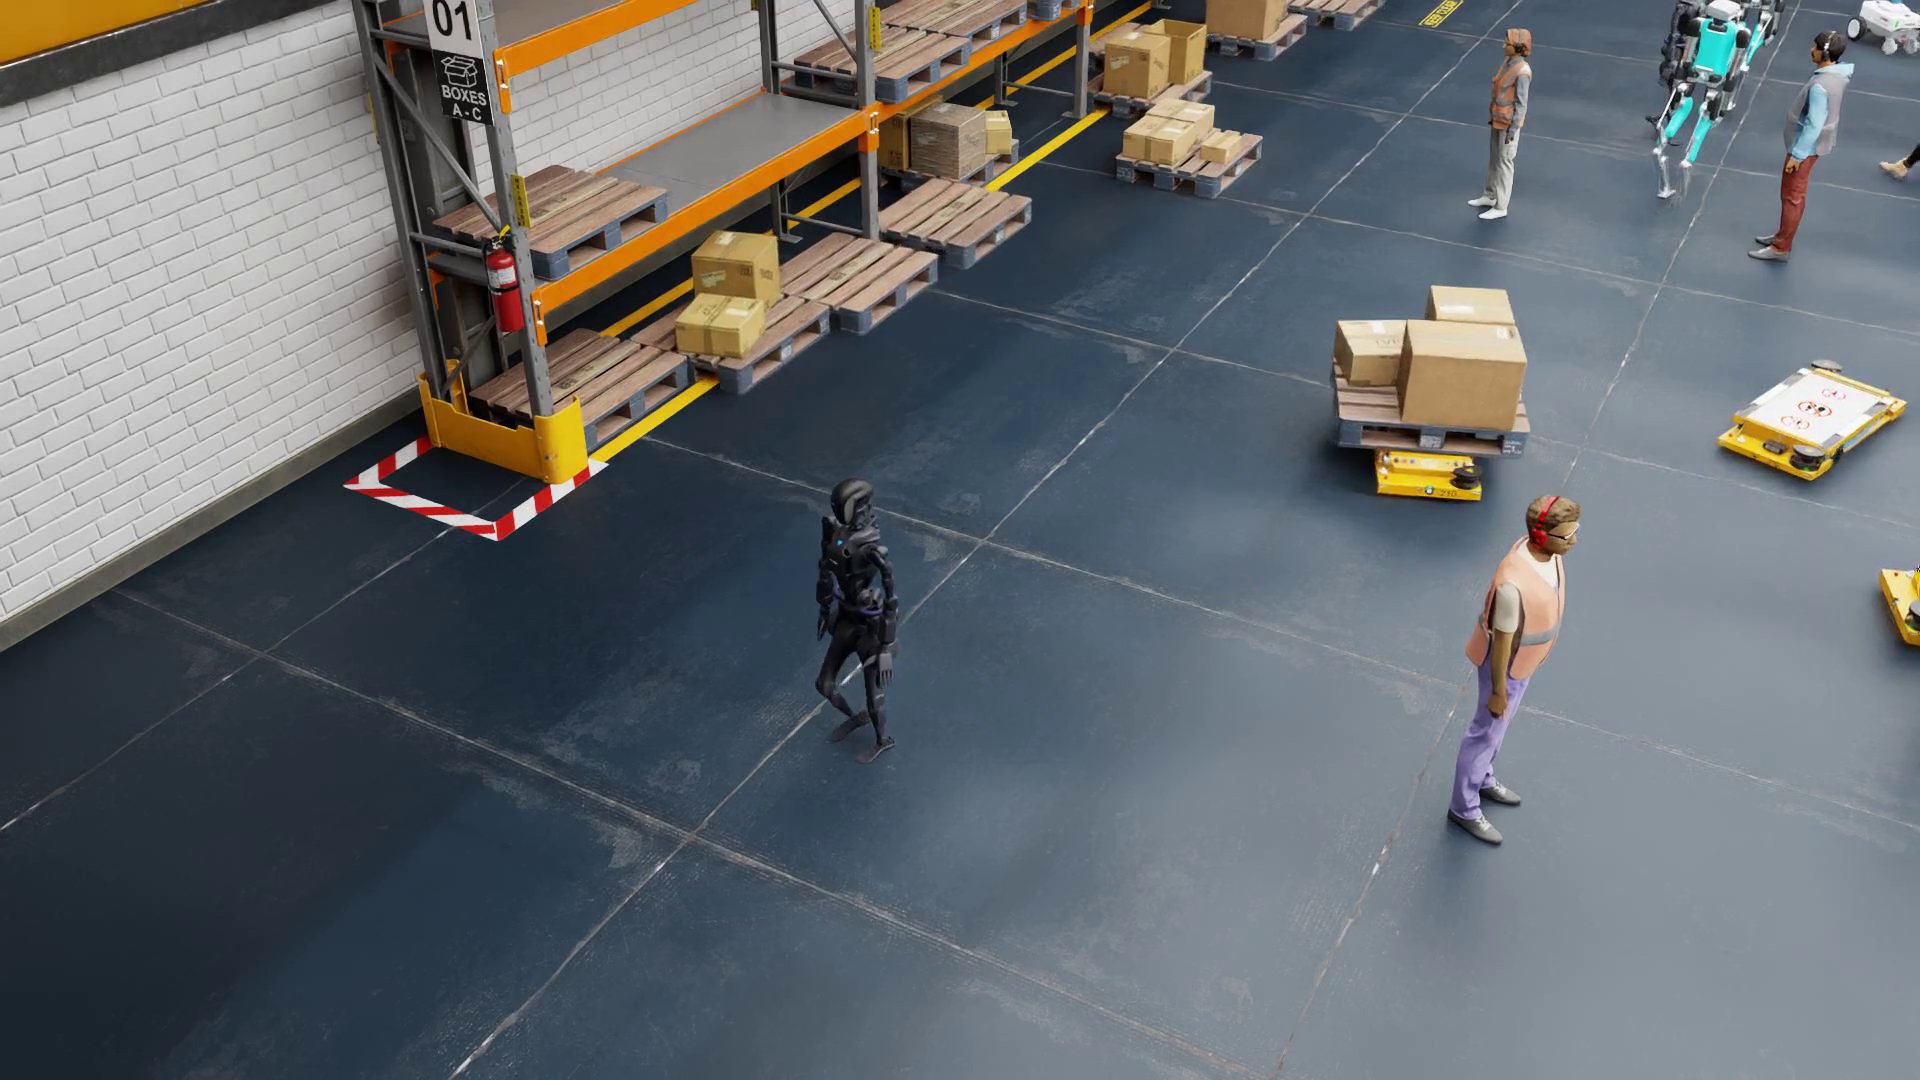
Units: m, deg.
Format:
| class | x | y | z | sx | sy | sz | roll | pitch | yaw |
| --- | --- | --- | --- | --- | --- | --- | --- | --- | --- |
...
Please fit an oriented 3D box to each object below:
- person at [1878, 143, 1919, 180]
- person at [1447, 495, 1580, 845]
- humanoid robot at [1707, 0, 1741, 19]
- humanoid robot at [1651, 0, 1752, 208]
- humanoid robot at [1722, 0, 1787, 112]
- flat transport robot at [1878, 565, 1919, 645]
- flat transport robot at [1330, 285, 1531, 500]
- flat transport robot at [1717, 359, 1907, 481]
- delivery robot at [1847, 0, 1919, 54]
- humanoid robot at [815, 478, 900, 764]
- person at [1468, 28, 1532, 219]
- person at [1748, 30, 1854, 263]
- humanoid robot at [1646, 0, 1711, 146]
| class | x | y | z | sx | sy | sz | roll | pitch | yaw |
| --- | --- | --- | --- | --- | --- | --- | --- | --- | --- |
| person | 8.781 | -3.914 | 14.798 | 0.830 | 1.654 | 0.549 | 24 | 40 | 31 |
| person | 2.590 | 0.578 | 7.843 | 0.388 | 1.847 | 0.564 | 20 | 38 | 27 |
| humanoid robot | 8.148 | -5.888 | 17.780 | 0.589 | 1.653 | 0.347 | 16 | 37 | 23 |
| humanoid robot | 6.347 | -3.698 | 14.505 | 0.538 | 1.901 | 0.714 | 28 | 43 | 35 |
| humanoid robot | 7.794 | -5.057 | 16.465 | 0.541 | 1.733 | 0.976 | 20 | 38 | 27 |
| flat transport robot | 6.112 | 0.427 | 9.502 | 1.431 | 0.231 | 0.659 | 7 | 34 | 10 |
| flat transport robot | 3.116 | -0.729 | 11.251 | 0.659 | 0.231 | 1.431 | 5 | 34 | 7 |
| flat transport robot | 5.865 | -0.835 | 11.412 | 1.431 | 0.231 | 0.659 | -26 | 42 | -34 |
| delivery robot | 10.423 | -5.817 | 18.673 | 0.499 | 0.576 | 0.749 | -4 | 34 | -6 |
| humanoid robot | -0.494 | 0.427 | 8.226 | 0.340 | 1.652 | 0.587 | -28 | 42 | -35 |
| person | 4.692 | -3.582 | 14.322 | 0.309 | 1.638 | 0.522 | -1 | 33 | -1 |
| person | 6.863 | -3.181 | 13.500 | 0.406 | 1.877 | 0.546 | 19 | 38 | 27 |
| humanoid robot | 6.878 | -4.618 | 15.873 | 0.613 | 1.633 | 0.472 | -23 | 40 | -30 |
